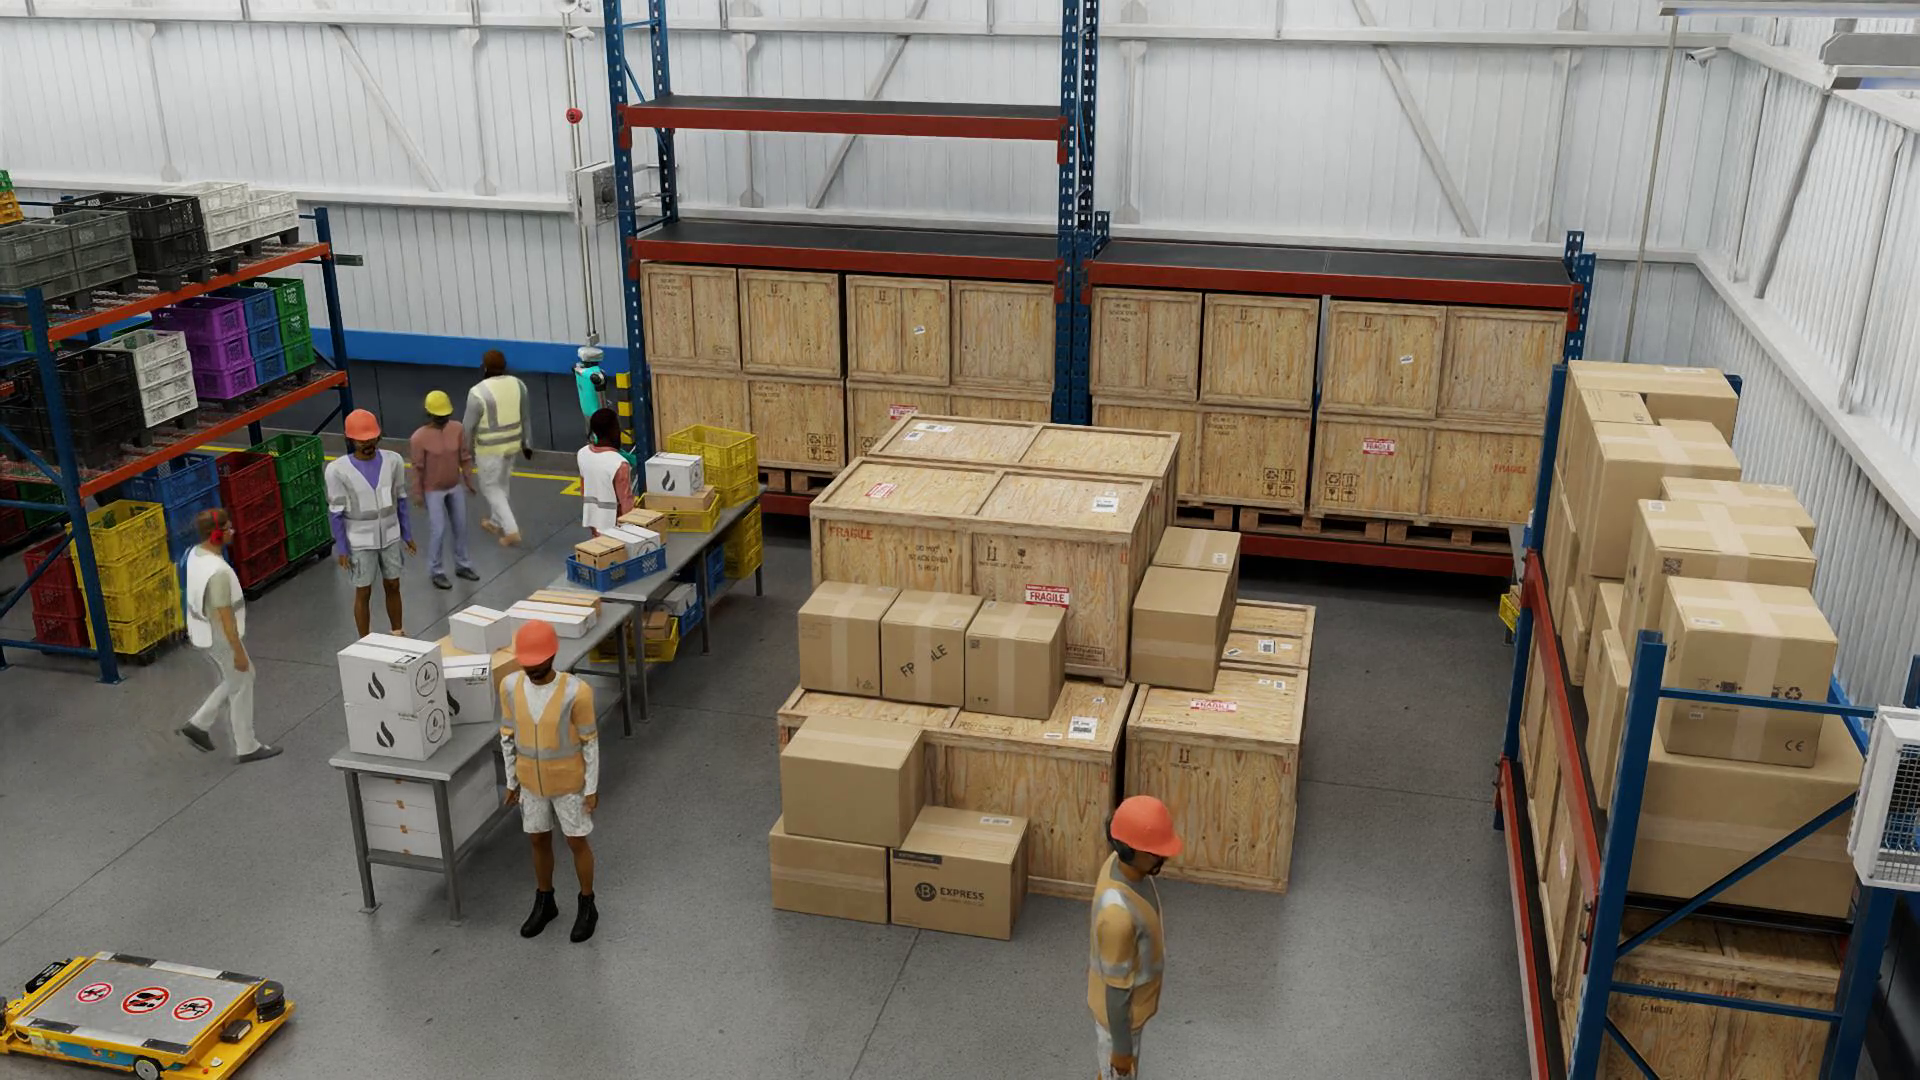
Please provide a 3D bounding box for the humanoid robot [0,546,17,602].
[{"bbox_3d":[-8.036,-0.166,13.530,0.609,1.634,0.692,9,23,22],"label":"humanoid robot"}]

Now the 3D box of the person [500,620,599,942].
[{"bbox_3d":[-2.274,1.336,9.215,0.551,1.934,0.363,4,21,10],"label":"person"}]

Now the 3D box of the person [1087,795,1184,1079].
[{"bbox_3d":[0.751,2.022,7.277,0.380,2.039,0.614,4,21,9],"label":"person"}]

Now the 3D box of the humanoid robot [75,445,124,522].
[{"bbox_3d":[-7.481,-0.555,14.605,0.602,1.641,0.741,8,22,19],"label":"humanoid robot"}]

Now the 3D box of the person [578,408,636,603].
[{"bbox_3d":[-2.723,-0.099,12.991,0.589,1.922,0.393,17,27,38],"label":"person"}]

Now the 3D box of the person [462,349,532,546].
[{"bbox_3d":[-4.208,-0.844,15.107,0.669,1.806,0.640,13,25,31],"label":"person"}]

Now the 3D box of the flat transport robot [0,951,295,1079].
[{"bbox_3d":[-4.270,2.464,8.601,1.431,0.231,0.659,5,22,13],"label":"flat transport robot"}]

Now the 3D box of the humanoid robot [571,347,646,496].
[{"bbox_3d":[-3.168,-1.007,15.436,0.735,1.677,0.533,-15,25,-34],"label":"humanoid robot"}]

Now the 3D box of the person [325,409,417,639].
[{"bbox_3d":[-4.419,-0.006,12.578,0.604,2.045,0.377,-17,27,-38],"label":"person"}]

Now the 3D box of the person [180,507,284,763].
[{"bbox_3d":[-4.957,0.670,11.110,0.502,1.828,0.576,-14,25,-31],"label":"person"}]

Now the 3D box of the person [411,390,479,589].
[{"bbox_3d":[-4.360,-0.437,14.112,0.385,1.748,0.541,15,25,34],"label":"person"}]
